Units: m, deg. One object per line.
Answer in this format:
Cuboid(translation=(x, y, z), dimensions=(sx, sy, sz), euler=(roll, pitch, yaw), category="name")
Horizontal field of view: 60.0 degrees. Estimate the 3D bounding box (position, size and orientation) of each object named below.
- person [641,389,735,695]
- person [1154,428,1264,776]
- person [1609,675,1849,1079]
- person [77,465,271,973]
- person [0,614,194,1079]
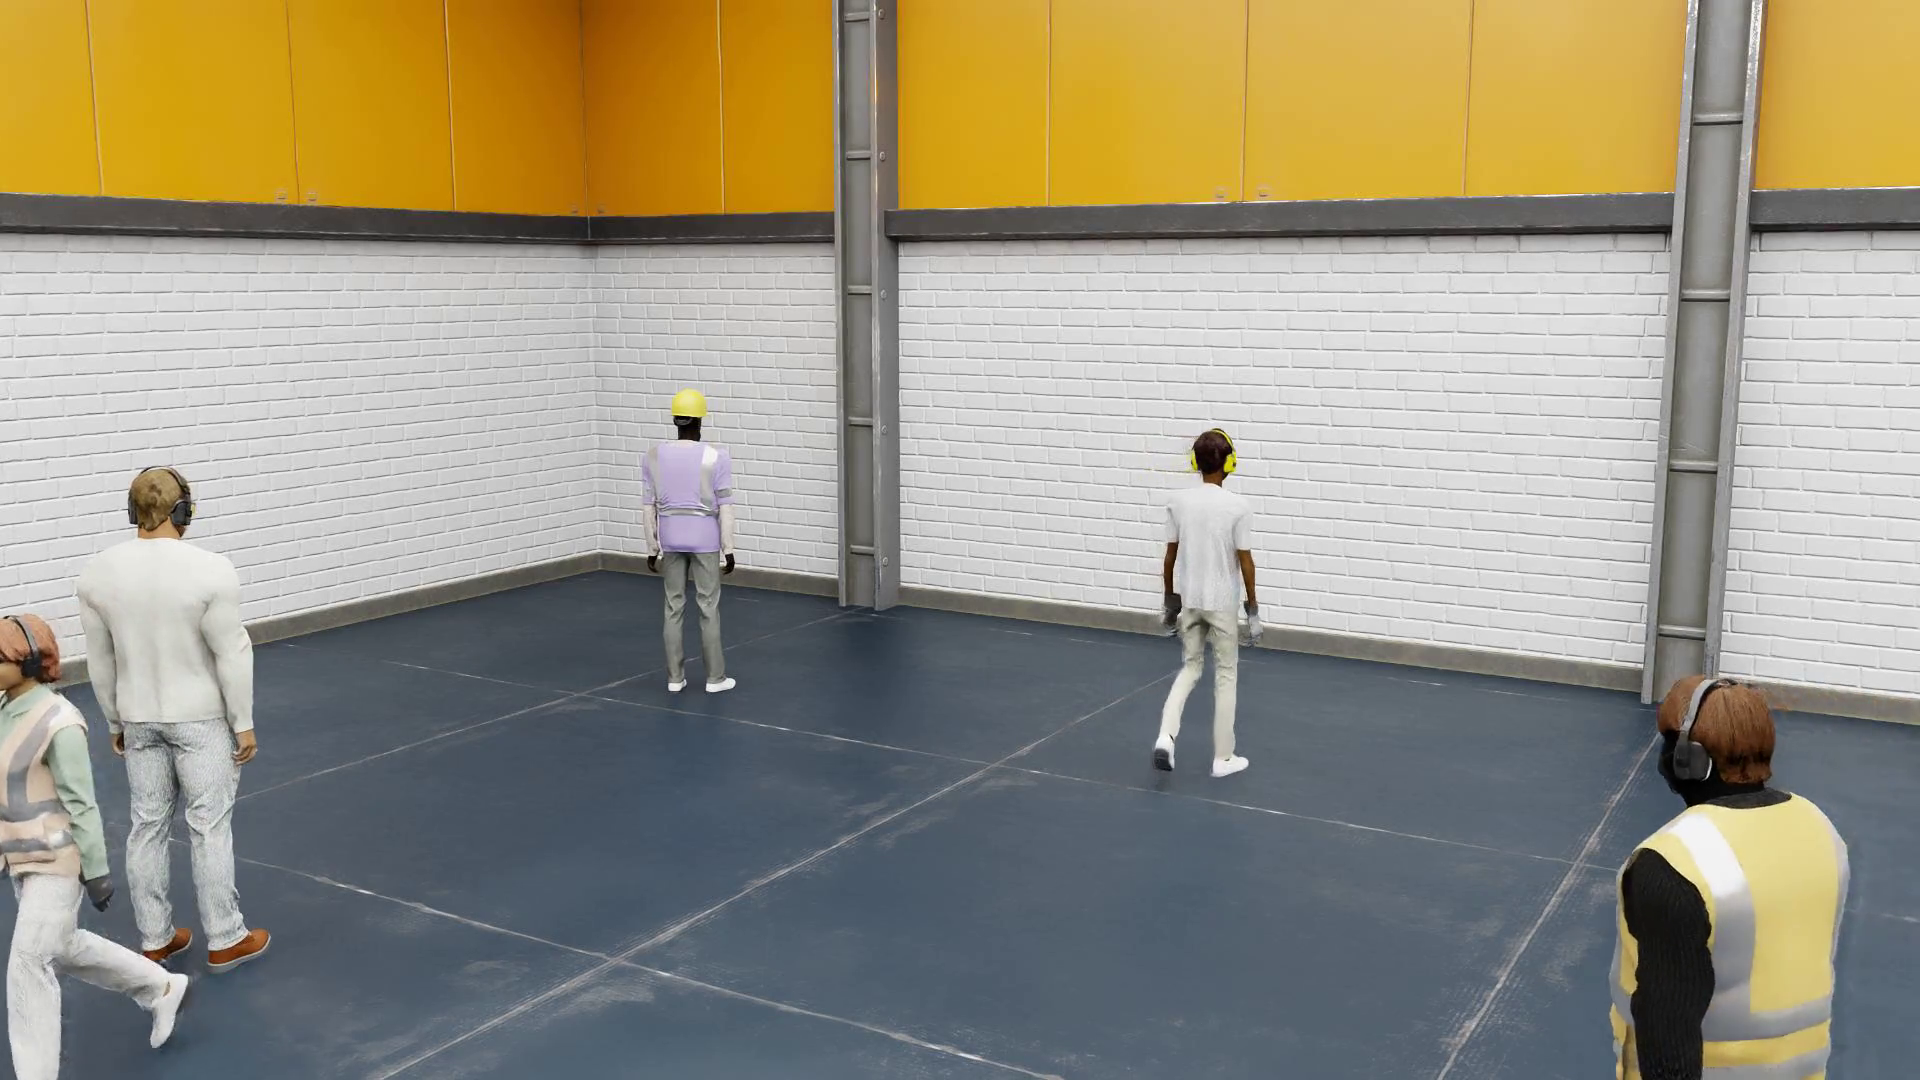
Cuboid(translation=(-1.696, 0.017, 10.467), dimensions=(0.587, 1.928, 0.381), euler=(2, 9, 10), category="person")
Cuboid(translation=(1.305, 0.346, 8.639), dimensions=(0.552, 1.854, 0.611), euler=(7, 12, 38), category="person")
Cuboid(translation=(1.632, 1.182, 3.656), dimensions=(0.638, 1.786, 0.973), euler=(-5, 10, -27), category="person")
Cuboid(translation=(-2.957, 0.683, 6.281), dimensions=(0.631, 1.939, 0.372), euler=(1, 9, 5), category="person")
Cuboid(translation=(-2.830, 1.001, 5.299), dimensions=(0.507, 1.611, 0.725), euler=(7, 12, 38), category="person")
